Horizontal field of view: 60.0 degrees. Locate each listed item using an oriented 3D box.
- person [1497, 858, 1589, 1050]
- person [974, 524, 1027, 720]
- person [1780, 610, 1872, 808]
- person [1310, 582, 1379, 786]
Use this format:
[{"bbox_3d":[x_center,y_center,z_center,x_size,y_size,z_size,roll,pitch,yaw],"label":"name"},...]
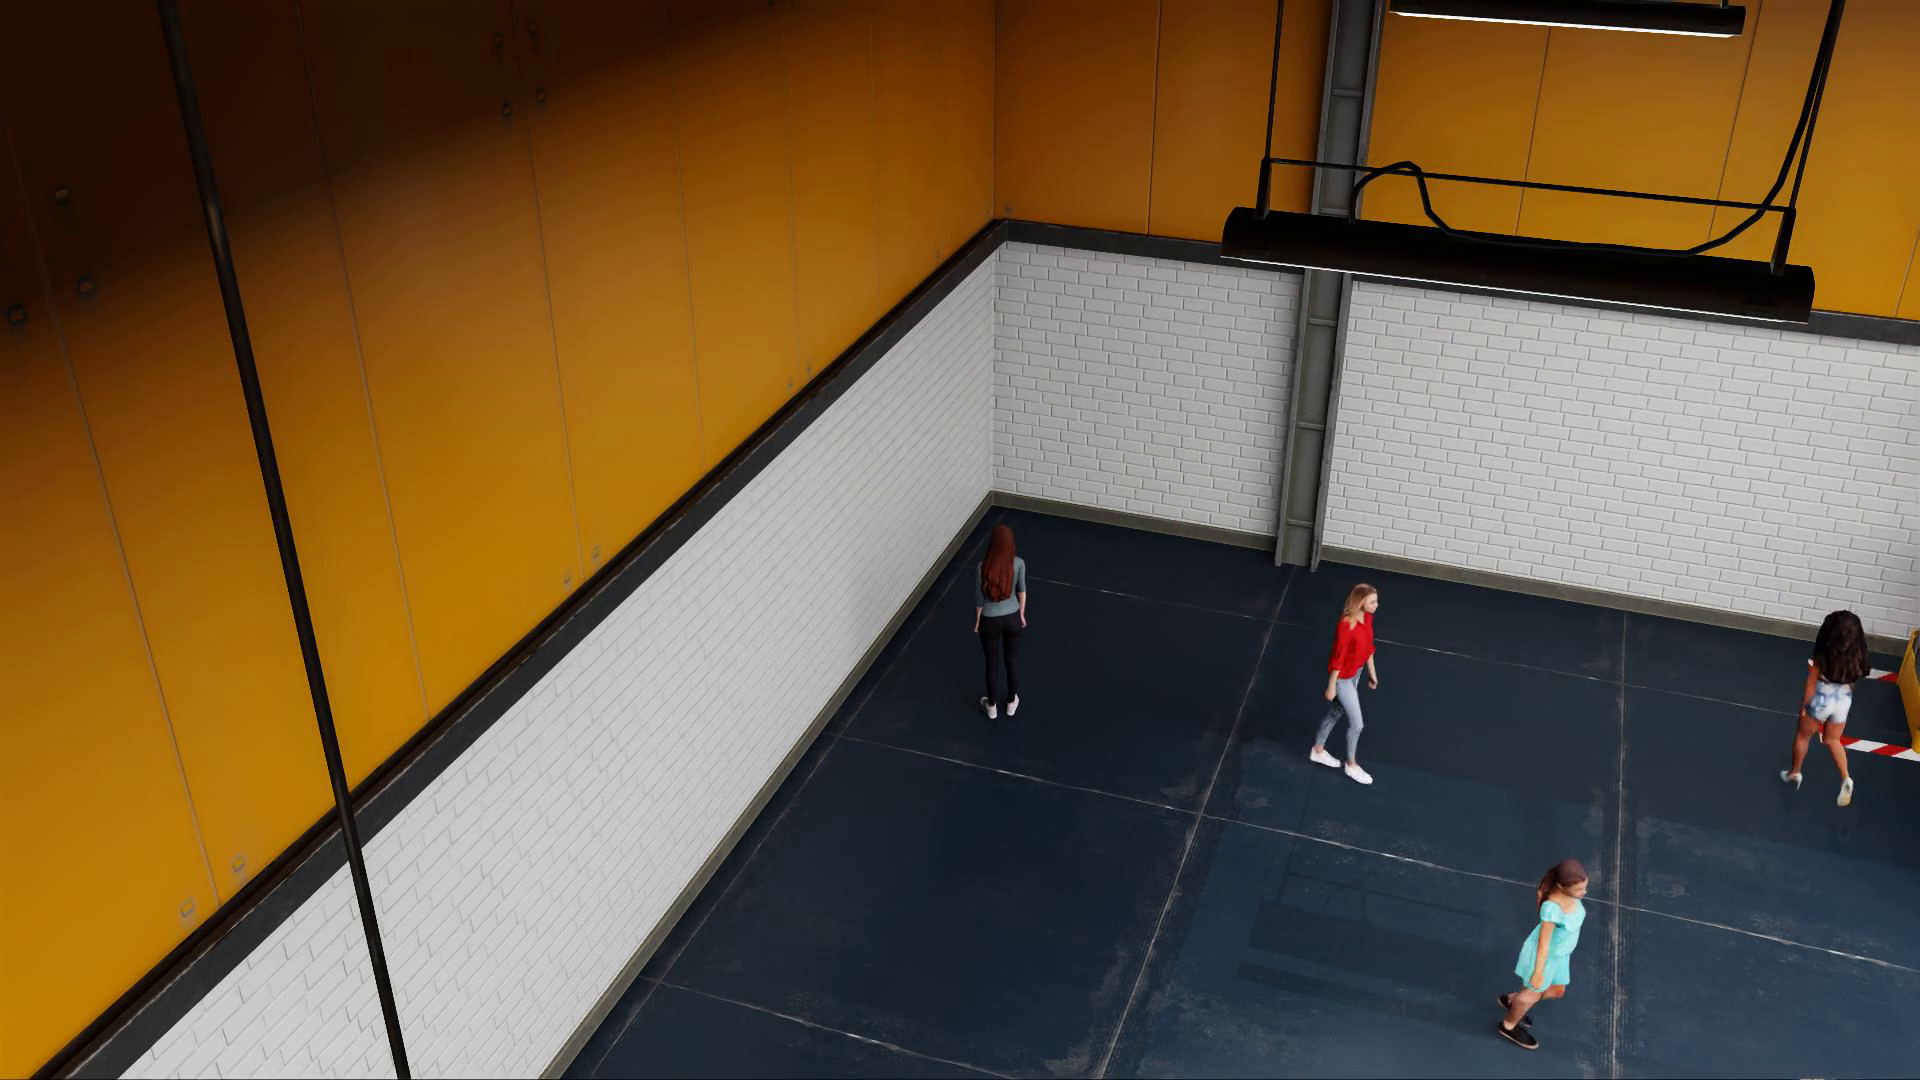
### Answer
[{"bbox_3d":[3.583,2.529,10.265,0.763,1.534,0.688,20,34,32],"label":"person"},{"bbox_3d":[0.324,0.661,13.476,0.627,1.739,0.732,-4,29,-8],"label":"person"},{"bbox_3d":[6.525,1.297,12.448,0.925,1.607,0.863,-3,29,-5],"label":"person"},{"bbox_3d":[2.910,1.043,12.830,0.879,1.686,0.760,19,34,31],"label":"person"}]
